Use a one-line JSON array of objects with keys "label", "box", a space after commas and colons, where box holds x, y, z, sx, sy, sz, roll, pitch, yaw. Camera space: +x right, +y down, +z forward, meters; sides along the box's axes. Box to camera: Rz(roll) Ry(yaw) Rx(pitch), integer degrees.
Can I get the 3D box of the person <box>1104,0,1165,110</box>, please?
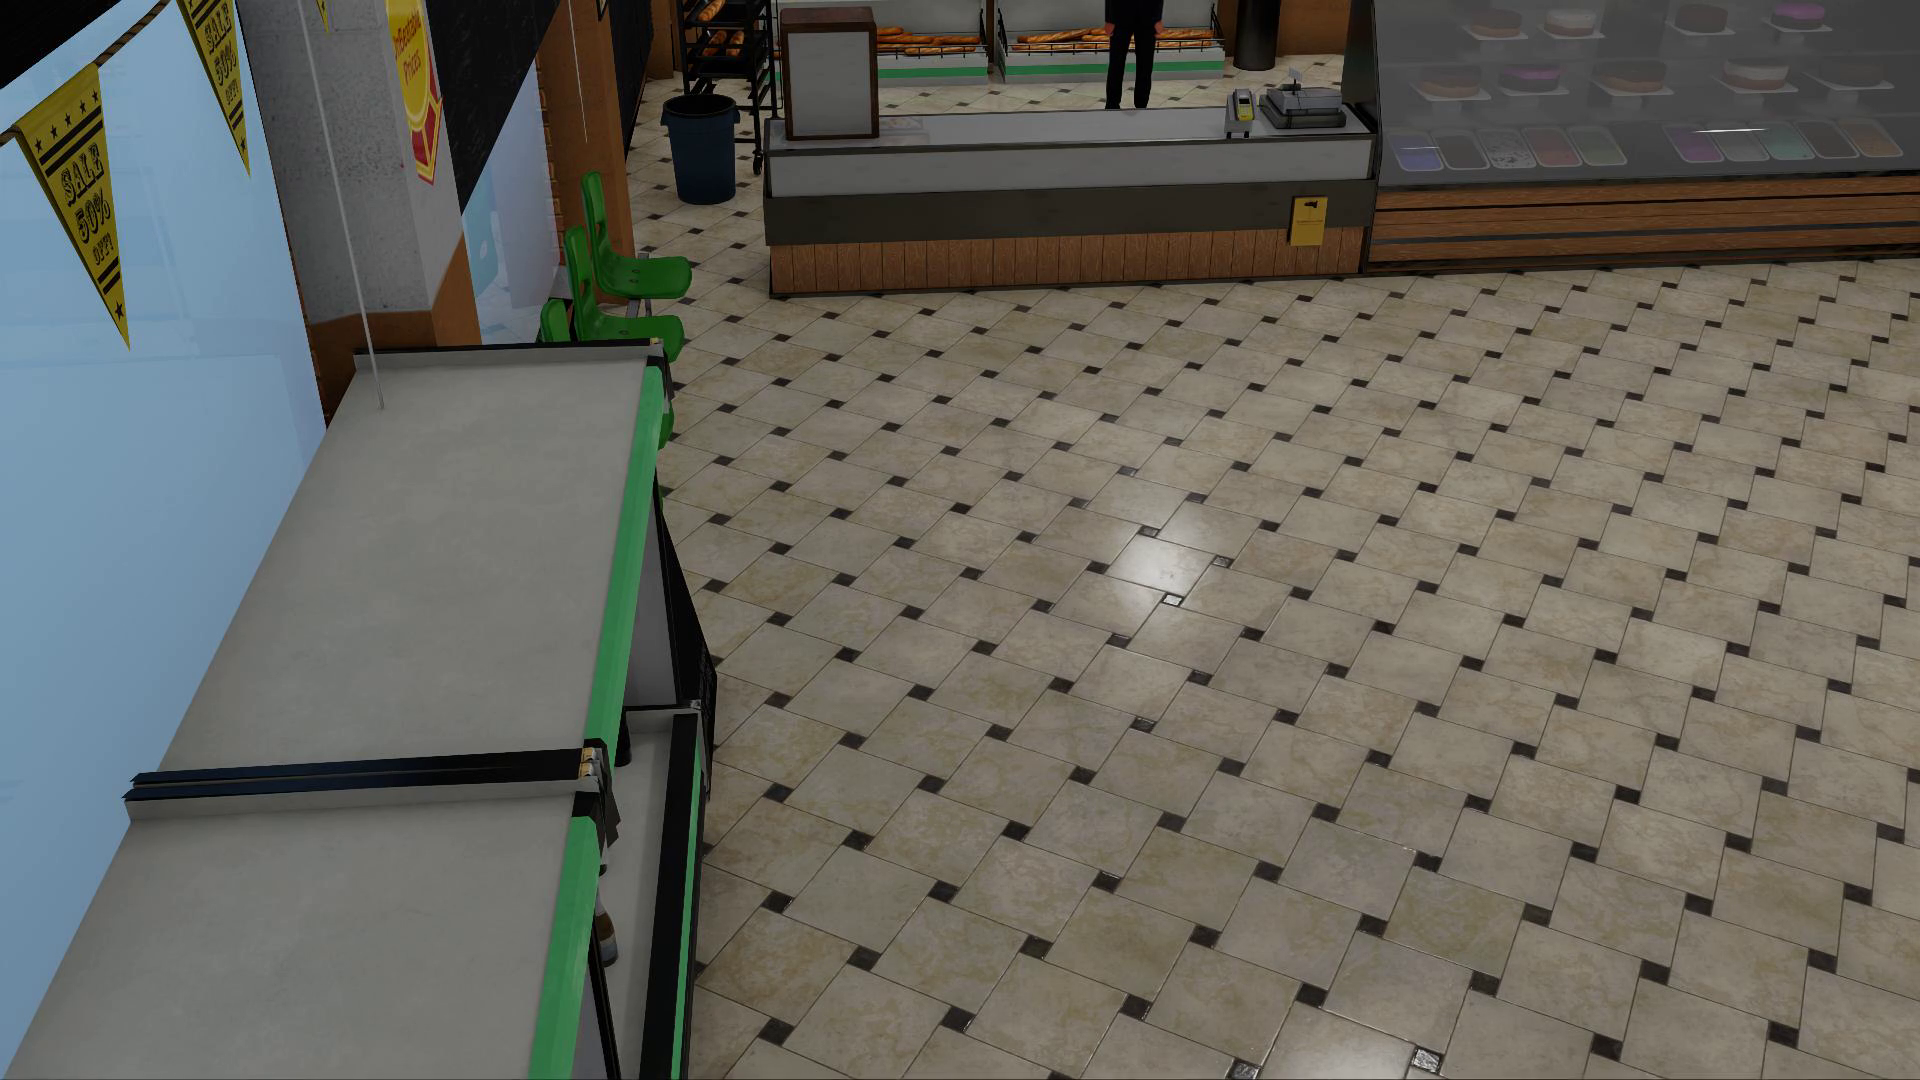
[{"label": "person", "box": [1.417, -4.243, 13.473, 0.628, 1.868, 0.563, -3, 32, -5]}]
